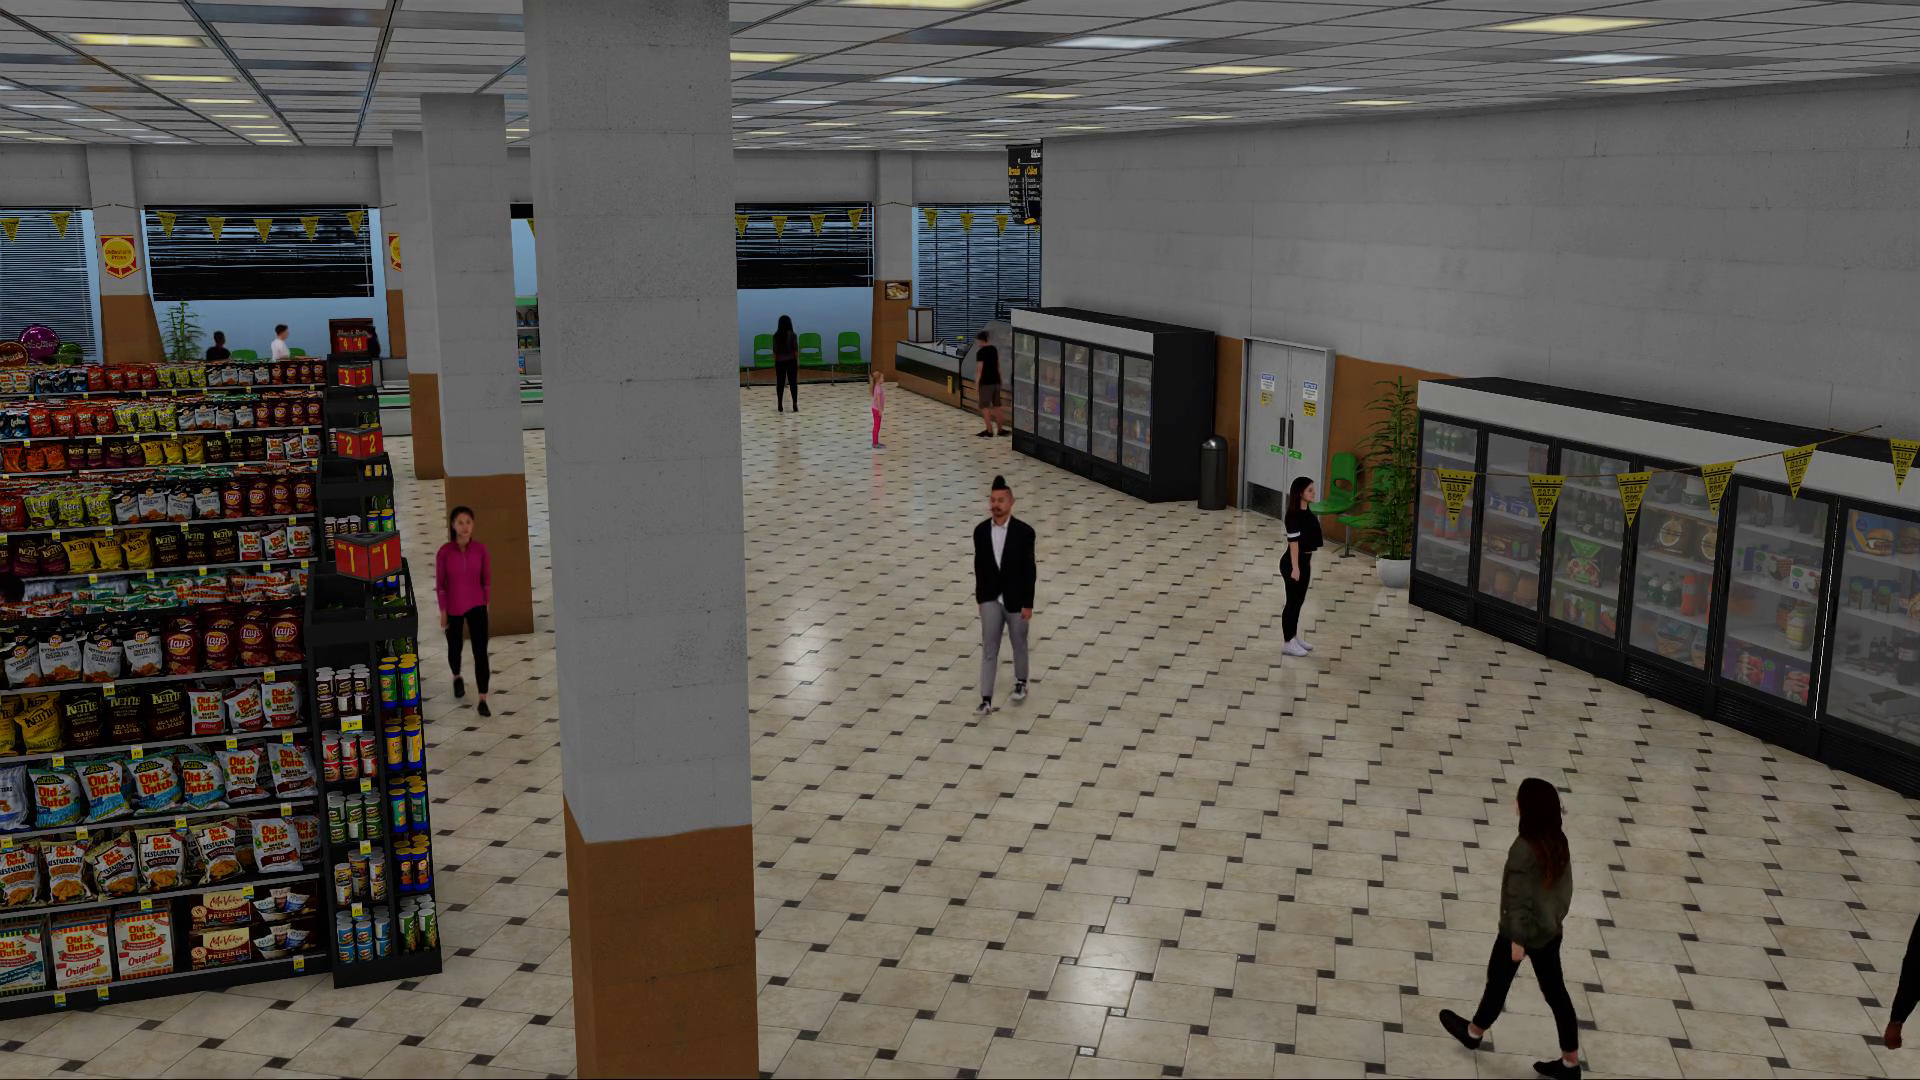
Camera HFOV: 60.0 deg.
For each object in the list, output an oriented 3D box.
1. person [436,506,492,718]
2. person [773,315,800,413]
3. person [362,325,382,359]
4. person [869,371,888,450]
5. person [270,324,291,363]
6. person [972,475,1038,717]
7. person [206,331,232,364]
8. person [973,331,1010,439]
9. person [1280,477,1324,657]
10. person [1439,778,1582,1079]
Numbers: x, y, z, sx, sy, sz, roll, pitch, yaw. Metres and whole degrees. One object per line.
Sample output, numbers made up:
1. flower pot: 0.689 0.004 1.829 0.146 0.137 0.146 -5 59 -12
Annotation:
1. person: -4.040 0.568 13.481 1.072 1.658 0.647 -5 13 -21
2. person: -3.309 -3.351 31.657 0.679 1.838 0.797 1 12 5
3. person: -11.039 -3.218 31.447 0.787 1.665 0.736 -5 13 -24
4. person: -1.356 -2.135 27.262 0.527 1.269 0.512 -2 12 -8
5. person: -12.105 -2.861 29.410 1.220 1.805 0.885 -9 15 -37
6. person: 0.415 0.449 13.458 1.263 1.900 1.263 4 13 20
7. person: -12.713 -2.641 28.450 1.205 1.771 1.108 2 12 10
8. person: 0.565 -2.667 28.439 0.735 1.826 0.970 -8 15 -35
9. person: 3.083 0.223 15.166 0.770 1.639 0.709 6 13 25
10. person: 2.757 1.868 7.827 0.971 1.444 0.872 -10 15 -39
